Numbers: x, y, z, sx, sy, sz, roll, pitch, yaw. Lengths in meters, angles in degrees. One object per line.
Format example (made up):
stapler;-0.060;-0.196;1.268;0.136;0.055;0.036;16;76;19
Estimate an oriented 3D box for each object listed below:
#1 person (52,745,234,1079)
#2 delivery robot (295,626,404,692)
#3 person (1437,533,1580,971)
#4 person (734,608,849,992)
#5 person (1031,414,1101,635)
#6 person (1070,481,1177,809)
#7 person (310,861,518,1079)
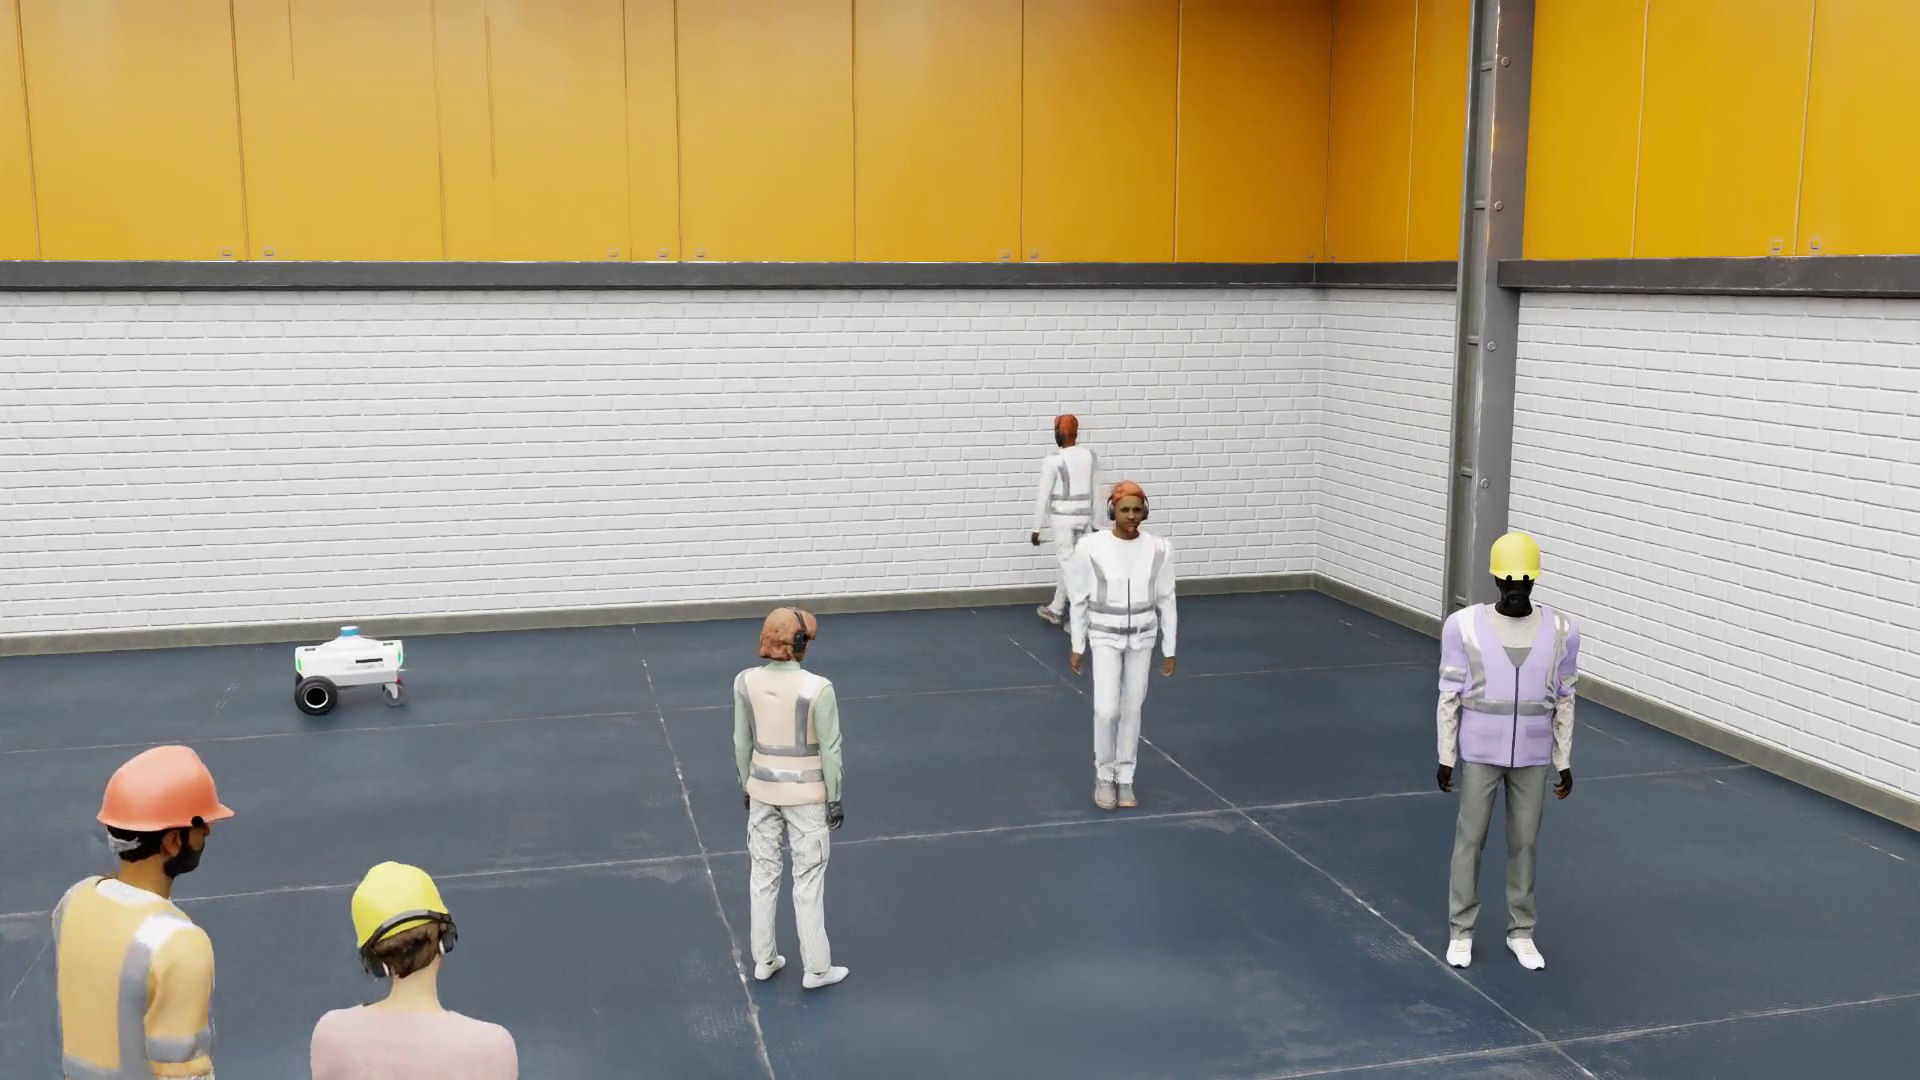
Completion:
person;-2.025;1.456;3.973;0.556;1.909;0.736;5;10;30
delivery robot;-4.270;0.850;11.650;0.707;0.478;0.477;-3;10;-20
person;2.378;0.918;7.245;0.593;1.926;0.366;1;9;5
person;-0.722;1.093;7.047;0.514;1.639;0.310;4;10;26
person;0.866;-0.144;14.103;0.604;1.850;0.811;-7;11;-36
person;0.938;0.606;9.359;0.604;1.870;0.493;-1;9;-9
person;-1.163;1.571;3.772;0.558;1.730;0.559;3;10;17
